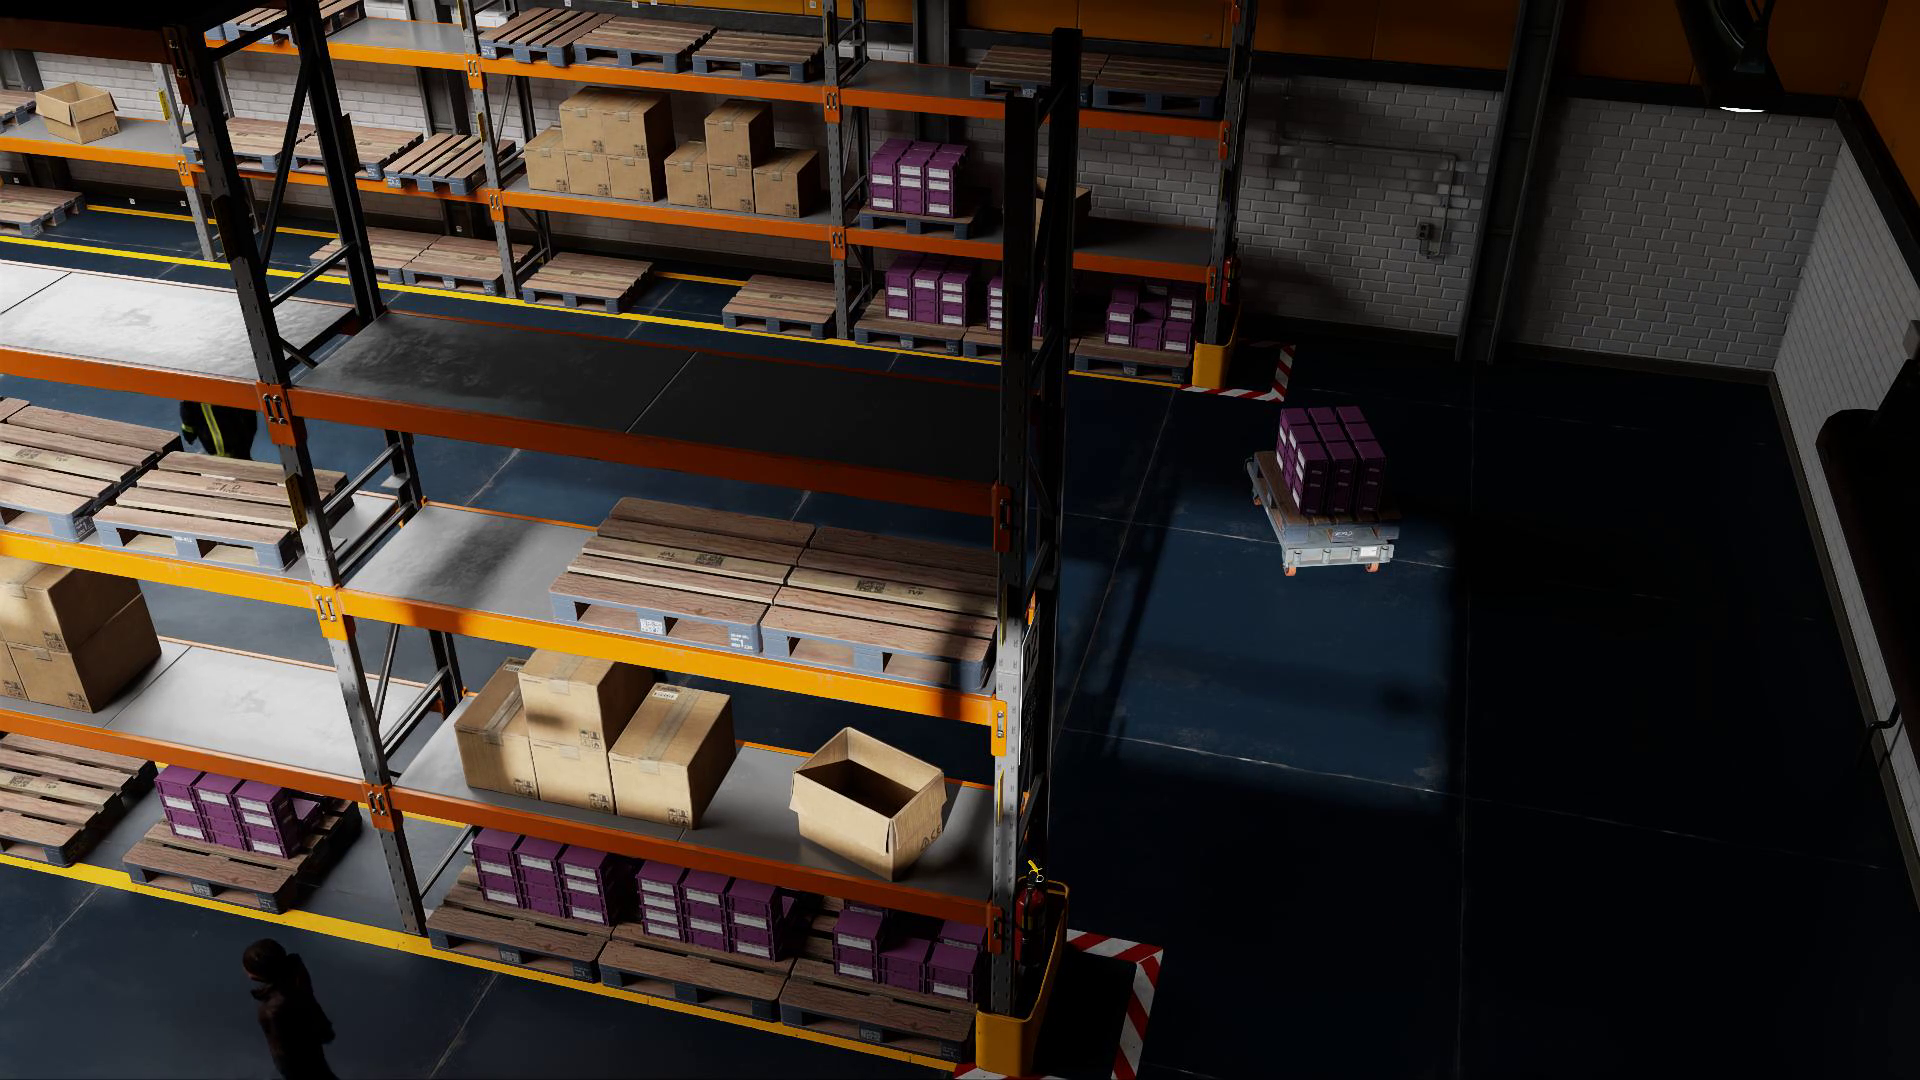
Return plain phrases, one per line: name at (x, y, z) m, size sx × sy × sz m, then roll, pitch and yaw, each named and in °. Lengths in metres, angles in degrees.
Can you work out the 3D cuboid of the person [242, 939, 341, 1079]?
person at (-3.765, 2.820, 9.181) m, size 0.703 × 1.657 × 0.784 m, roll 8°, pitch 34°, yaw 11°
